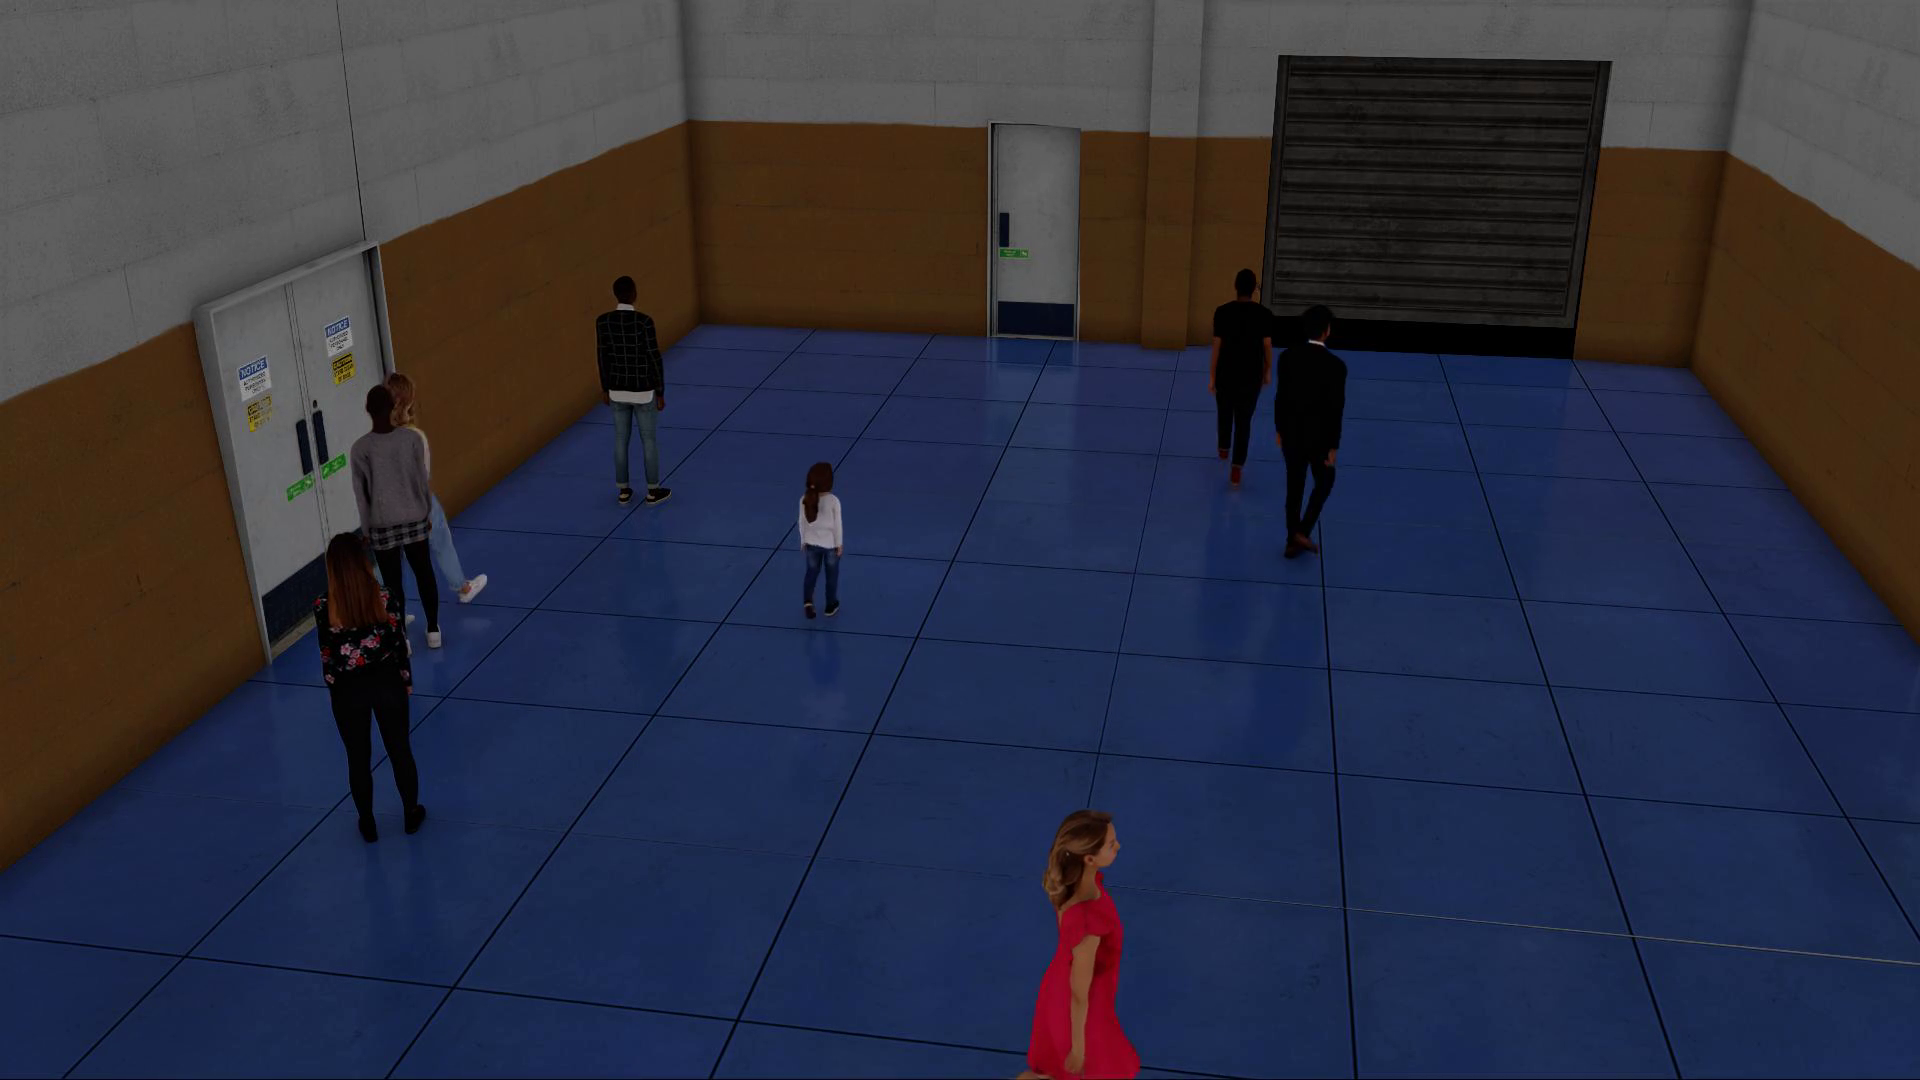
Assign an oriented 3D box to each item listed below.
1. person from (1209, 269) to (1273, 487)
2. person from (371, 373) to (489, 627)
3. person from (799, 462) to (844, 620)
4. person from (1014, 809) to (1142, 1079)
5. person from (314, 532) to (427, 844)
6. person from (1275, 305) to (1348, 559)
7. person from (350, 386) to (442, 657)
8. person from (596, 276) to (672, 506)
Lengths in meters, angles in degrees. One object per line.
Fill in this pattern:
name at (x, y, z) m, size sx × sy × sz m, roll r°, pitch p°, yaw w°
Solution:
person at (2.254, -1.272, 13.422) m, size 1.056 × 1.712 × 0.739 m, roll 3°, pitch 22°, yaw 7°
person at (-3.655, -0.191, 10.760) m, size 1.089 × 1.674 × 0.896 m, roll 11°, pitch 24°, yaw 26°
person at (-0.929, 0.020, 11.026) m, size 0.593 × 1.101 × 0.514 m, roll 5°, pitch 22°, yaw 12°
person at (0.326, 1.717, 6.007) m, size 1.084 × 1.694 × 0.807 m, roll -4°, pitch 22°, yaw -9°
person at (-2.999, 0.746, 8.437) m, size 0.595 × 1.685 × 0.705 m, roll -7°, pitch 23°, yaw -18°
person at (2.437, -0.732, 11.869) m, size 0.767 × 1.869 × 0.877 m, roll 14°, pitch 26°, yaw 31°
person at (-3.544, -0.122, 10.482) m, size 0.683 × 1.771 × 0.750 m, roll -13°, pitch 26°, yaw -30°
person at (-2.572, -1.167, 13.015) m, size 0.499 × 1.821 × 0.725 m, roll 3°, pitch 22°, yaw 6°
